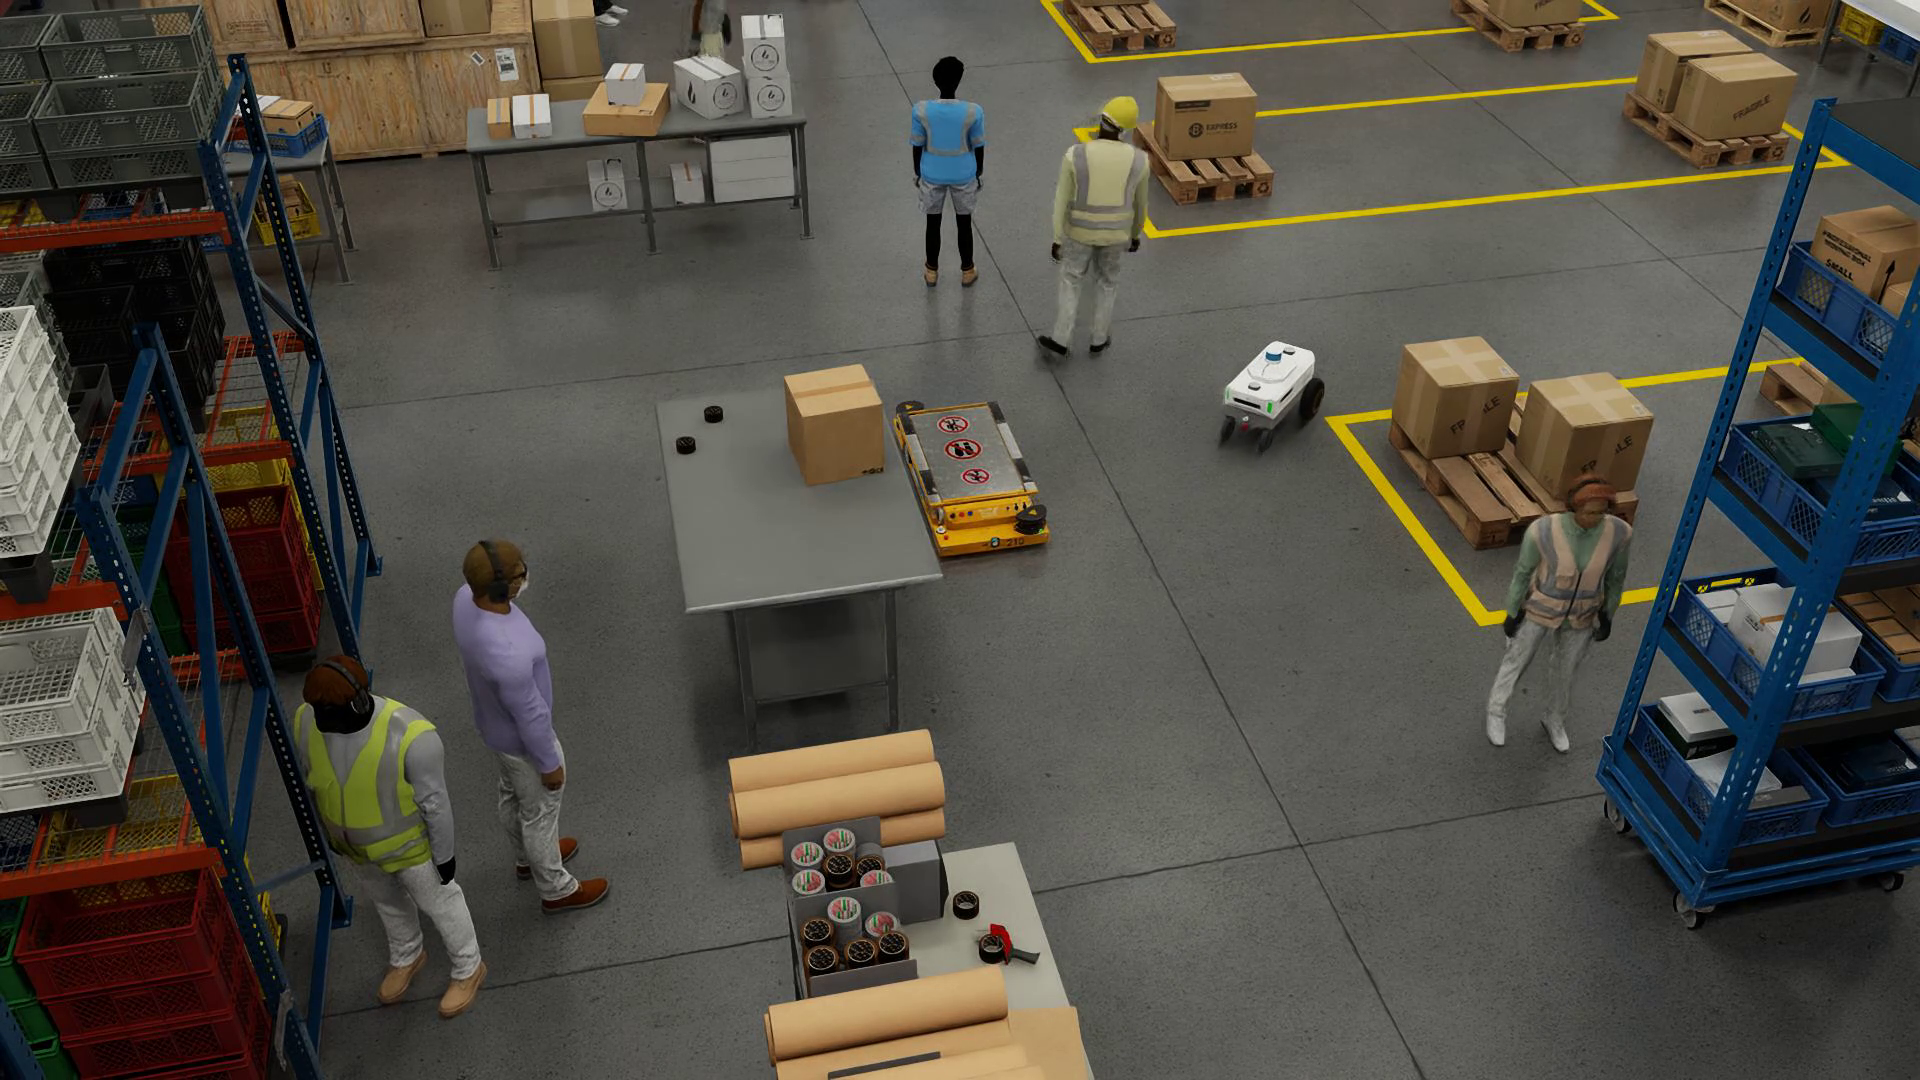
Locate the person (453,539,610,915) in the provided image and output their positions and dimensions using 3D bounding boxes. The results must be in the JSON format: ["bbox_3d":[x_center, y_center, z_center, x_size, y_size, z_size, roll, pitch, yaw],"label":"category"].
[{"bbox_3d":[-1.857,0.799,7.071,0.372,1.939,0.631,-22,42,-27],"label":"person"}]

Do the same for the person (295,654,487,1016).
[{"bbox_3d":[-2.290,1.184,6.644,0.629,1.837,0.429,11,38,14],"label":"person"}]

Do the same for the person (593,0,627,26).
[{"bbox_3d":[-3.579,-6.052,16.297,0.372,1.914,0.597,4,37,5],"label":"person"}]

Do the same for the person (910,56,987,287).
[{"bbox_3d":[-0.081,-2.604,11.843,0.542,1.695,0.316,2,37,3],"label":"person"}]

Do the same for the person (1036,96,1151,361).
[{"bbox_3d":[0.909,-2.049,11.026,0.669,1.787,0.461,-2,37,-2],"label":"person"}]

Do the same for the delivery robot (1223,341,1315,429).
[{"bbox_3d":[1.969,-0.997,10.559,0.477,0.478,0.707,21,42,26],"label":"delivery robot"}]

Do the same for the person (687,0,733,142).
[{"bbox_3d":[-2.083,-4.293,14.003,0.458,1.830,0.569,2,37,3],"label":"person"}]

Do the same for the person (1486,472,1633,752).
[{"bbox_3d":[2.855,0.351,7.932,0.526,1.628,0.323,1,37,1],"label":"person"}]

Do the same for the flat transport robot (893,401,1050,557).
[{"bbox_3d":[0.046,-0.430,10.108,0.652,0.197,1.431,-8,37,-10],"label":"flat transport robot"}]
